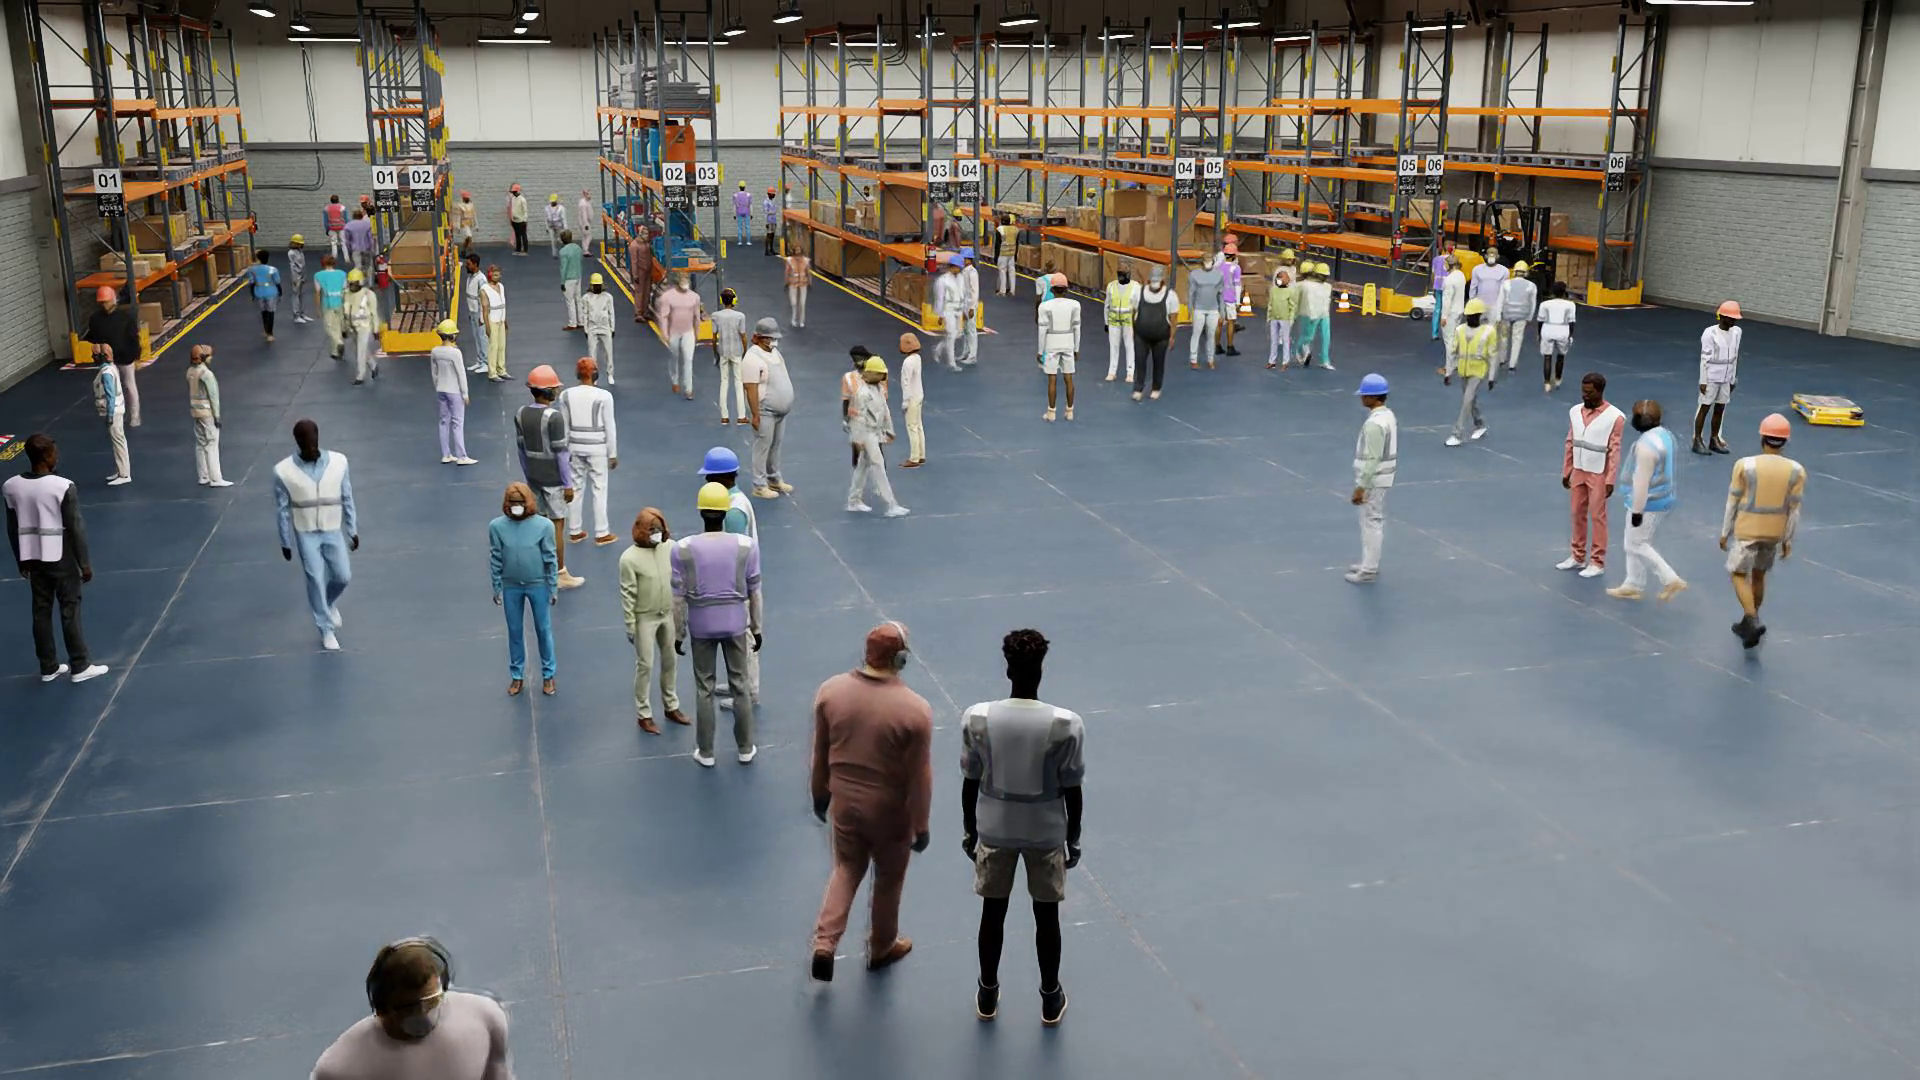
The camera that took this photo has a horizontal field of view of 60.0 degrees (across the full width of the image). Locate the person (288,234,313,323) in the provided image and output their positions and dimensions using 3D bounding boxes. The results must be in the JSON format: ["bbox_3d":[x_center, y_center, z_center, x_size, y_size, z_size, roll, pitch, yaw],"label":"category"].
[{"bbox_3d":[-13.147,-5.207,33.116,0.307,1.737,0.484,1,15,5],"label":"person"}]

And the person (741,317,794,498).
[{"bbox_3d":[-2.120,-1.486,18.529,0.536,2.000,0.686,5,16,18],"label":"person"}]

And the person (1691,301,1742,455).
[{"bbox_3d":[9.472,-2.016,20.744,0.543,1.929,0.386,-5,16,-19],"label":"person"}]

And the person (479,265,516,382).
[{"bbox_3d":[-7.306,-3.390,26.103,0.406,1.831,0.574,4,15,14],"label":"person"}]

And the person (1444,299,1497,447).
[{"bbox_3d":[6.599,-2.177,21.457,1.000,1.881,0.608,-12,19,-38],"label":"person"}]

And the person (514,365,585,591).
[{"bbox_3d":[-3.717,-0.560,15.037,0.605,2.045,0.379,10,18,34],"label":"person"}]

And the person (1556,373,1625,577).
[{"bbox_3d":[5.895,-0.621,15.537,0.405,1.908,0.599,-8,17,-28],"label":"person"}]

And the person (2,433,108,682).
[{"bbox_3d":[-6.904,0.146,12.626,0.591,1.916,0.379,2,15,9],"label":"person"}]

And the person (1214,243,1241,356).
[{"bbox_3d":[4.637,-4.163,28.799,0.377,1.938,0.547,-14,21,-43],"label":"person"}]

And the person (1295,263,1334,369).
[{"bbox_3d":[5.882,-3.712,27.490,0.543,1.738,0.700,-8,17,-26],"label":"person"}]

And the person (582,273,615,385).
[{"bbox_3d":[-5.605,-3.277,25.859,0.486,1.736,0.320,-3,15,-12],"label":"person"}]

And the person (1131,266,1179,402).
[{"bbox_3d":[2.821,-3.029,24.333,0.707,2.000,1.045,4,15,14],"label":"person"}]

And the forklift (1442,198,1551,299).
[{"bbox_3d":[11.913,-6.508,37.130,2.313,2.155,1.214,-4,15,-15],"label":"forklift"}]

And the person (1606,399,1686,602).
[{"bbox_3d":[6.064,-0.316,14.558,0.595,1.823,0.657,10,18,32],"label":"person"}]

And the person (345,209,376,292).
[{"bbox_3d":[-13.665,-6.582,37.978,0.636,1.914,0.502,-6,16,-22],"label":"person"}]

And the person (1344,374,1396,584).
[{"bbox_3d":[3.771,-0.553,15.238,0.416,1.934,0.642,6,16,22],"label":"person"}]

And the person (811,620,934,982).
[{"bbox_3d":[-0.455,1.326,8.263,0.671,1.881,0.639,8,17,26],"label":"person"}]

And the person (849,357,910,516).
[{"bbox_3d":[-0.852,-1.100,17.705,0.837,1.704,0.506,5,16,17],"label":"person"}]

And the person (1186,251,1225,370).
[{"bbox_3d":[4.022,-3.760,27.281,0.635,1.937,0.353,-2,15,-7],"label":"person"}]

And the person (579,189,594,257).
[{"bbox_3d":[-10.490,-8.906,46.762,0.448,1.881,0.652,0,15,0],"label":"person"}]

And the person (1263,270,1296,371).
[{"bbox_3d":[5.248,-3.598,27.256,0.498,1.634,0.278,13,19,40],"label":"person"}]

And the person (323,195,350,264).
[{"bbox_3d":[-16.780,-8.367,44.804,0.624,1.844,0.430,-4,15,-14],"label":"person"}]

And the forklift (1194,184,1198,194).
[{"bbox_3d":[7.392,-11.333,53.972,1.873,2.768,1.129,-4,15,-15],"label":"forklift"}]

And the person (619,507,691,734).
[{"bbox_3d":[-2.144,0.555,11.655,0.283,1.623,0.509,13,20,41],"label":"person"}]

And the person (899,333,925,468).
[{"bbox_3d":[-0.584,-1.686,20.081,0.279,1.624,0.494,3,15,12],"label":"person"}]

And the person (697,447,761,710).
[{"bbox_3d":[-1.673,0.270,12.129,0.420,1.938,0.604,-4,15,-14],"label":"person"}]

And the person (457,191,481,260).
[{"bbox_3d":[-13.627,-8.705,45.988,0.970,1.896,0.556,11,18,36],"label":"person"}]

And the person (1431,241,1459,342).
[{"bbox_3d":[8.864,-4.550,30.448,0.388,1.837,0.563,-11,18,-34],"label":"person"}]

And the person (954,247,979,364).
[{"bbox_3d":[0.128,-3.930,27.895,0.375,1.950,0.614,-5,16,-18],"label":"person"}]

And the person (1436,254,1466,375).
[{"bbox_3d":[7.942,-3.644,26.873,0.378,1.929,0.626,10,18,34],"label":"person"}]

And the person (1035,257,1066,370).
[{"bbox_3d":[1.480,-3.698,27.239,0.505,1.840,0.346,-1,15,-5],"label":"person"}]

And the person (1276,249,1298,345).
[{"bbox_3d":[5.914,-4.380,30.011,0.514,1.727,0.450,-10,18,-32],"label":"person"}]

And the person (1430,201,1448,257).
[{"bbox_3d":[11.125,-6.848,38.693,0.361,2.047,0.614,0,15,1],"label":"person"}]

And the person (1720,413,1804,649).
[{"bbox_3d":[6.466,-0.059,13.402,0.551,1.917,0.712,1,15,5],"label":"person"}]

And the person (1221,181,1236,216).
[{"bbox_3d":[8.015,-9.860,50.244,0.626,1.932,0.574,1,15,4],"label":"person"}]

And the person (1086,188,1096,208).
[{"bbox_3d":[3.954,-9.778,50.323,0.353,1.732,0.480,3,15,10],"label":"person"}]

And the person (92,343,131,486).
[{"bbox_3d":[-9.789,-1.456,19.182,0.309,1.641,0.513,-7,17,-26],"label":"person"}]

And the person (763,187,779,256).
[{"bbox_3d":[-5.337,-9.024,47.111,0.378,1.928,0.545,5,16,20],"label":"person"}]

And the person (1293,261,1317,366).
[{"bbox_3d":[5.819,-3.770,27.720,0.525,1.744,0.712,-4,15,-15],"label":"person"}]
